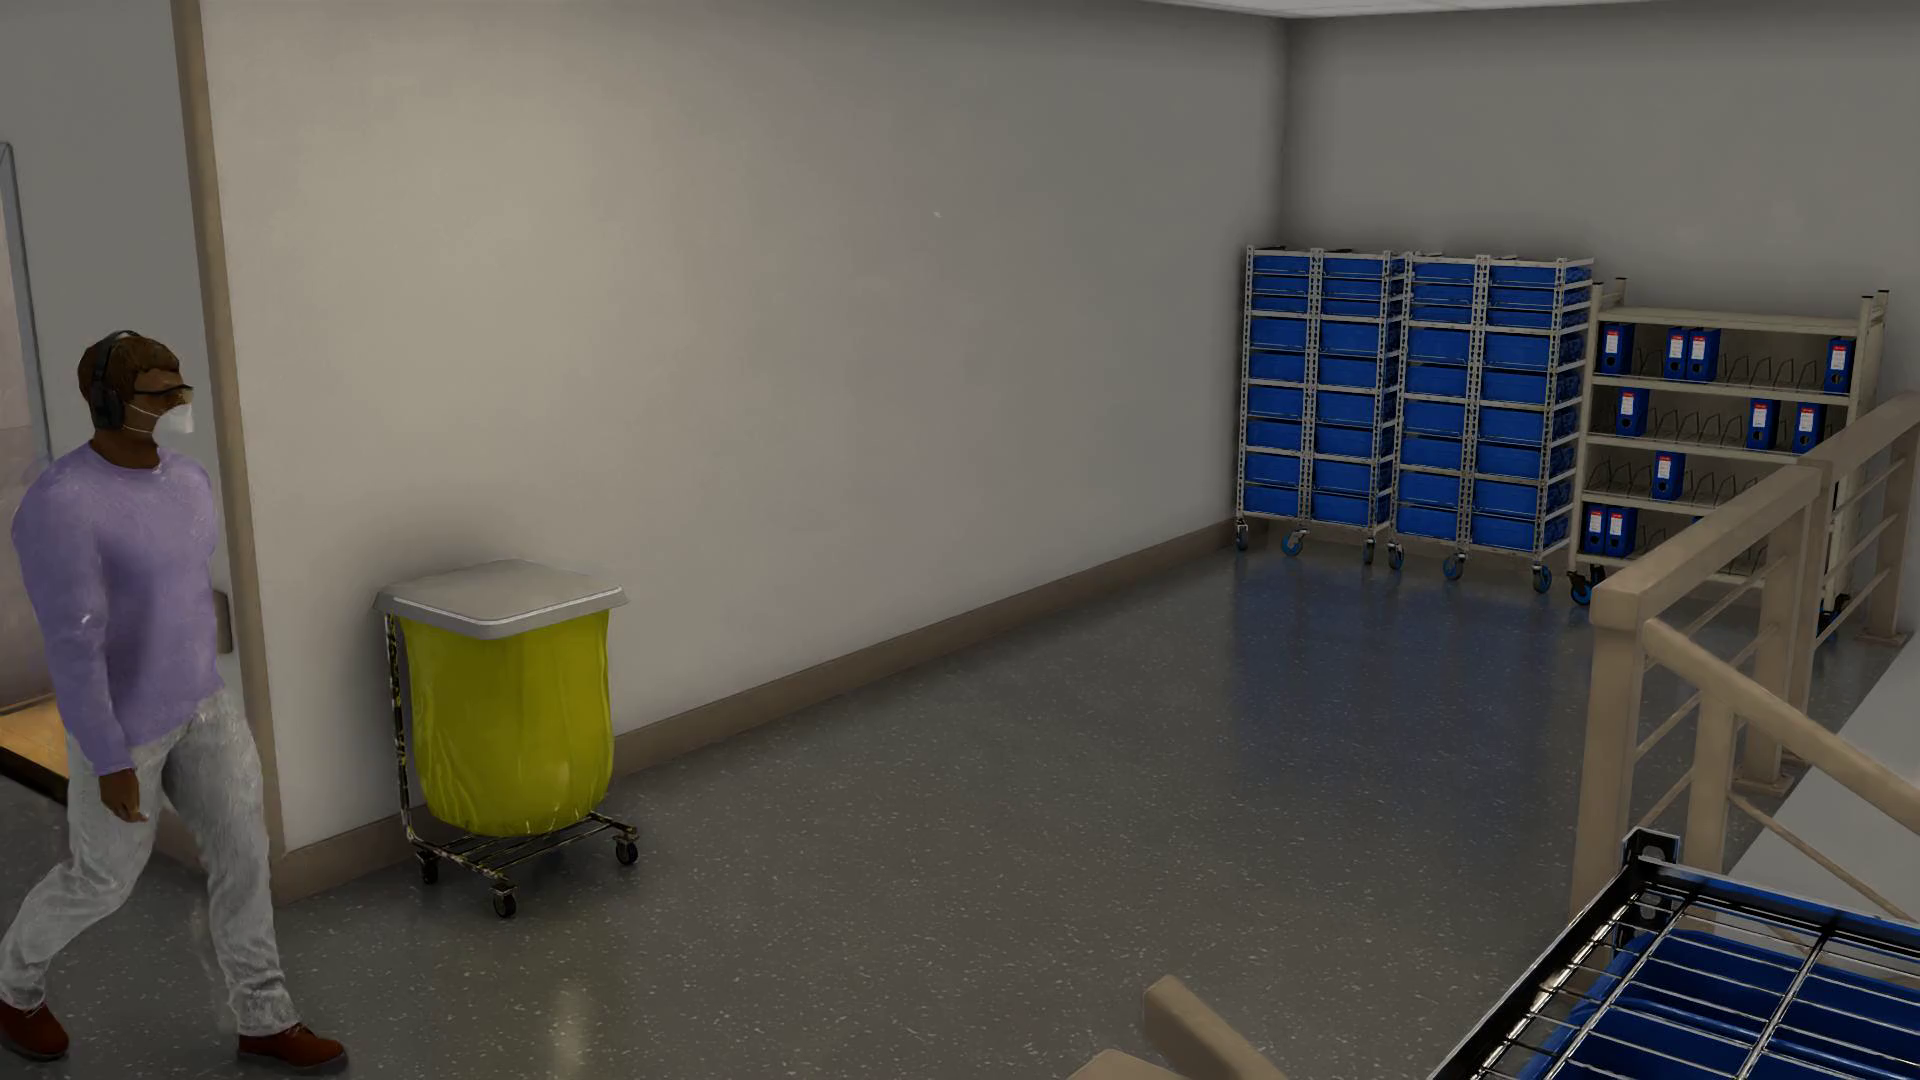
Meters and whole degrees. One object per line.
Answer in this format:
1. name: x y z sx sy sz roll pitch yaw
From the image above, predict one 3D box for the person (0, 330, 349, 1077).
1. person: -2.078 0.433 4.100 0.924 1.912 0.622 3 14 13
